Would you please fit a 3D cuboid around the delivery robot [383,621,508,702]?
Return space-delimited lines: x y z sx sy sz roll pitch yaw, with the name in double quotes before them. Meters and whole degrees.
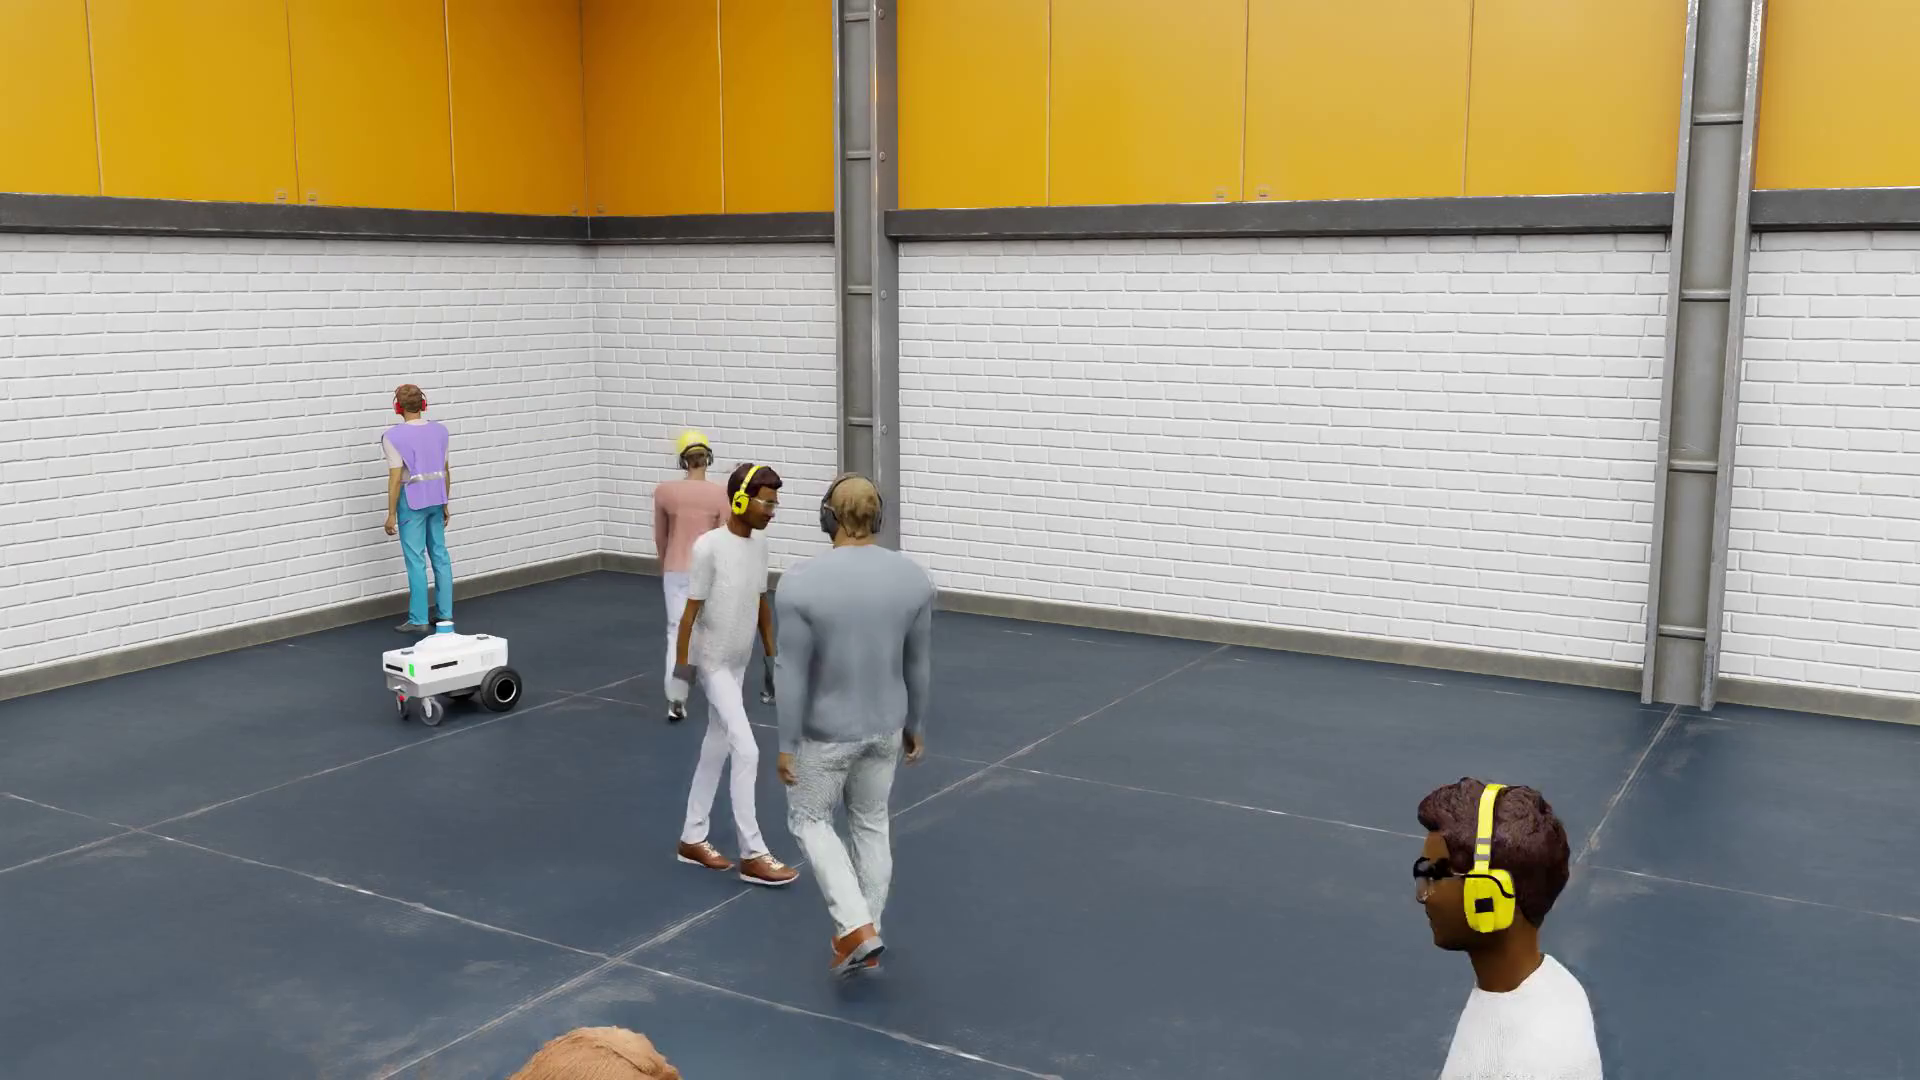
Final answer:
"delivery robot" -3.081 0.733 9.976 0.477 0.478 0.707 7 12 39

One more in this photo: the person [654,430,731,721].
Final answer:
"person" -1.597 0.198 10.027 0.521 1.709 0.876 0 9 2

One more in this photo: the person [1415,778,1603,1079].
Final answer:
"person" 0.821 1.304 2.698 0.437 1.843 0.572 3 10 17

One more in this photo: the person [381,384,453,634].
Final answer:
"person" -3.975 -0.225 12.243 0.392 1.842 0.564 6 11 31

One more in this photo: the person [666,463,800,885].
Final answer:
"person" -0.941 0.581 7.257 0.810 1.827 0.551 4 10 24

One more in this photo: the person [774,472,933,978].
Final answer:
"person" -0.392 0.707 6.179 0.644 1.922 0.465 -5 10 -29

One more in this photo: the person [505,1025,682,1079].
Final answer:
"person" -0.526 1.457 2.462 0.636 1.597 0.522 5 10 28
